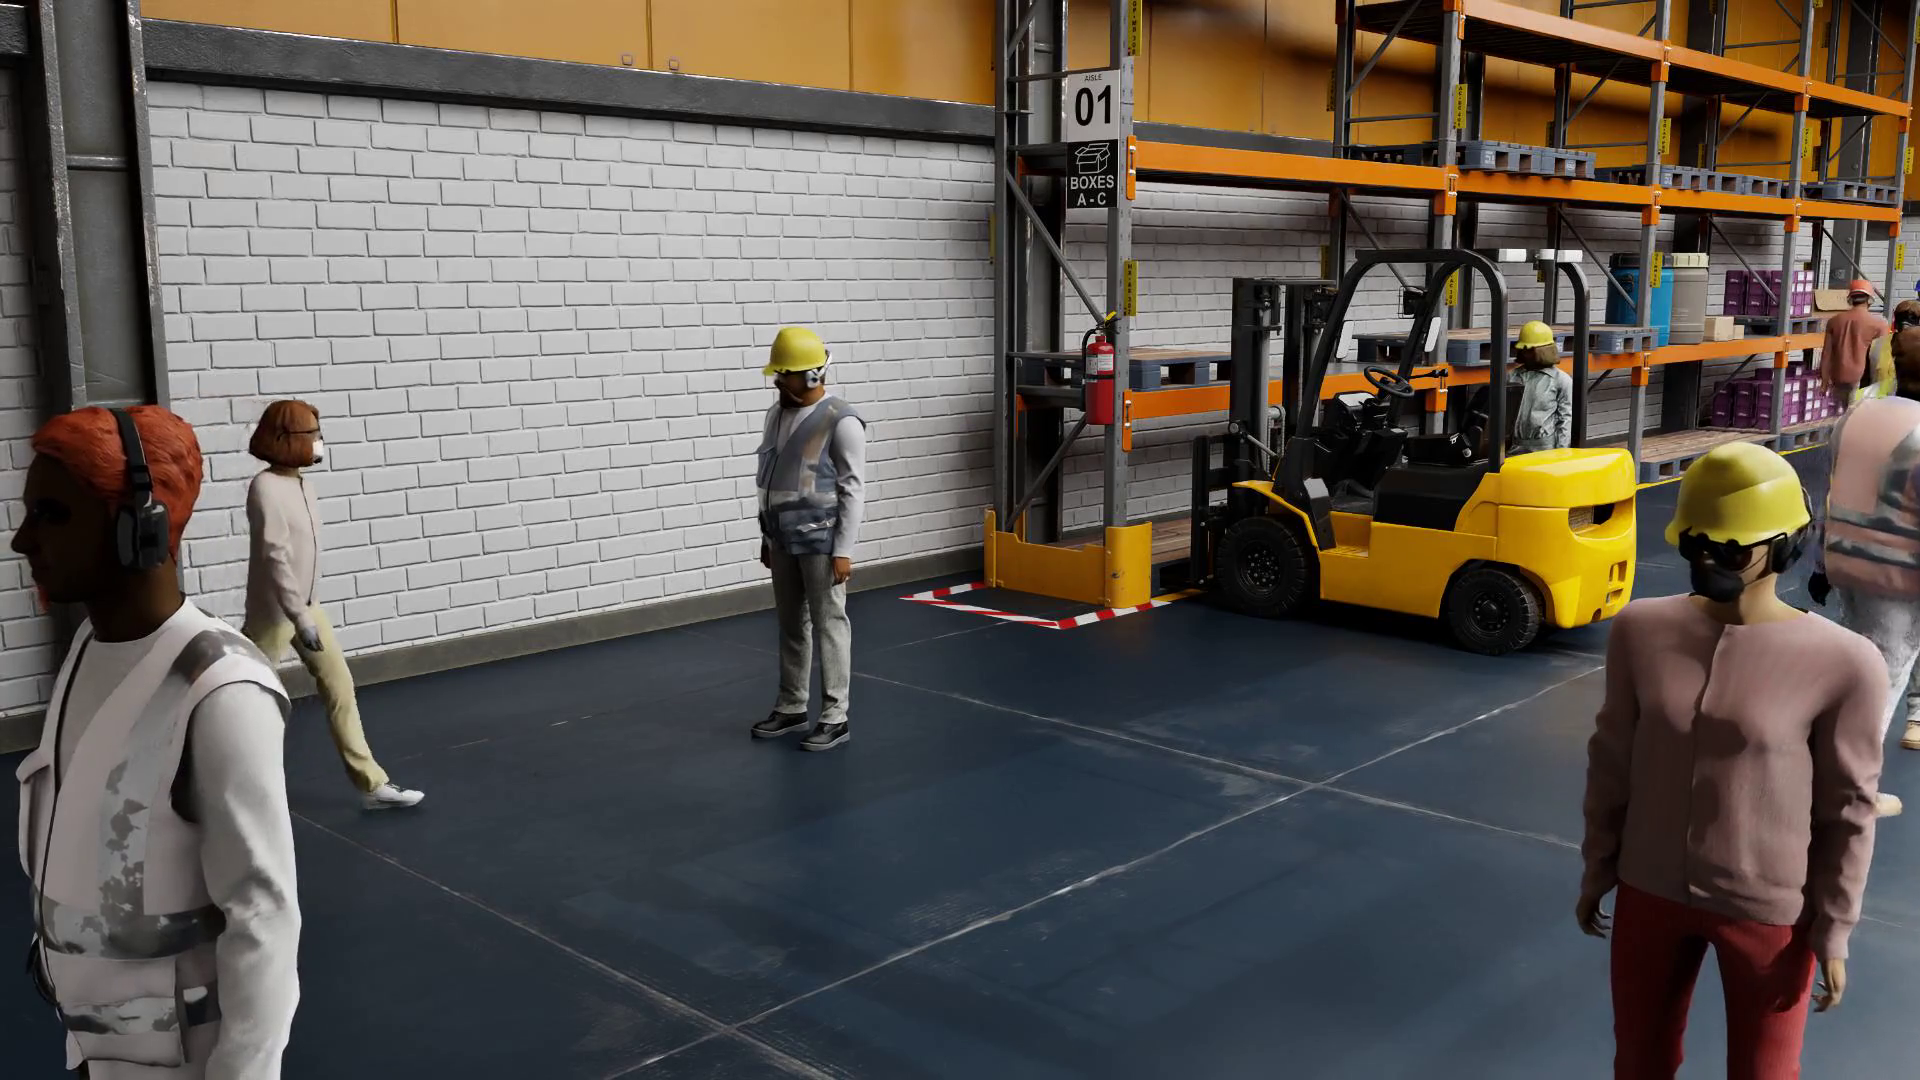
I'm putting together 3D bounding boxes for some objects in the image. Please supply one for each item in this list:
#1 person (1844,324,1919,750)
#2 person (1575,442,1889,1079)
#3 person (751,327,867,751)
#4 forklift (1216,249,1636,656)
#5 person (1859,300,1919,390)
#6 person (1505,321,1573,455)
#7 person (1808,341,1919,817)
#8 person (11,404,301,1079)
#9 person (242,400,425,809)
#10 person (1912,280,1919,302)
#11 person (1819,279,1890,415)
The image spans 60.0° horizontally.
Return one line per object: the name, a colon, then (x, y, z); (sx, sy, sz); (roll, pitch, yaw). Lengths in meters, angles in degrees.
person: (4.101, -0.015, 7.236); (0.619, 1.838, 0.430); (9, 13, 43)
person: (1.423, 0.689, 3.153); (0.523, 1.760, 0.327); (9, 13, 43)
person: (-0.677, -0.005, 7.210); (0.586, 1.823, 0.403); (9, 13, 43)
forklift: (2.710, -0.584, 9.626); (2.313, 2.155, 1.214); (9, 13, 43)
person: (7.011, -0.863, 12.413); (0.619, 1.845, 0.430); (9, 13, 43)
person: (3.692, -0.543, 10.778); (0.483, 1.736, 0.311); (9, 13, 43)
person: (3.465, 0.162, 6.198); (0.441, 1.820, 0.660); (-1, 9, -6)
person: (-1.162, 0.742, 2.444); (0.572, 1.883, 0.353); (9, 13, 43)
person: (-2.532, 0.269, 6.228); (0.860, 1.592, 0.495); (0, 9, 2)
person: (14.502, -2.985, 25.127); (0.602, 1.938, 0.401); (9, 13, 43)
person: (9.038, -1.622, 16.686); (0.806, 1.958, 0.635); (-5, 11, -29)
